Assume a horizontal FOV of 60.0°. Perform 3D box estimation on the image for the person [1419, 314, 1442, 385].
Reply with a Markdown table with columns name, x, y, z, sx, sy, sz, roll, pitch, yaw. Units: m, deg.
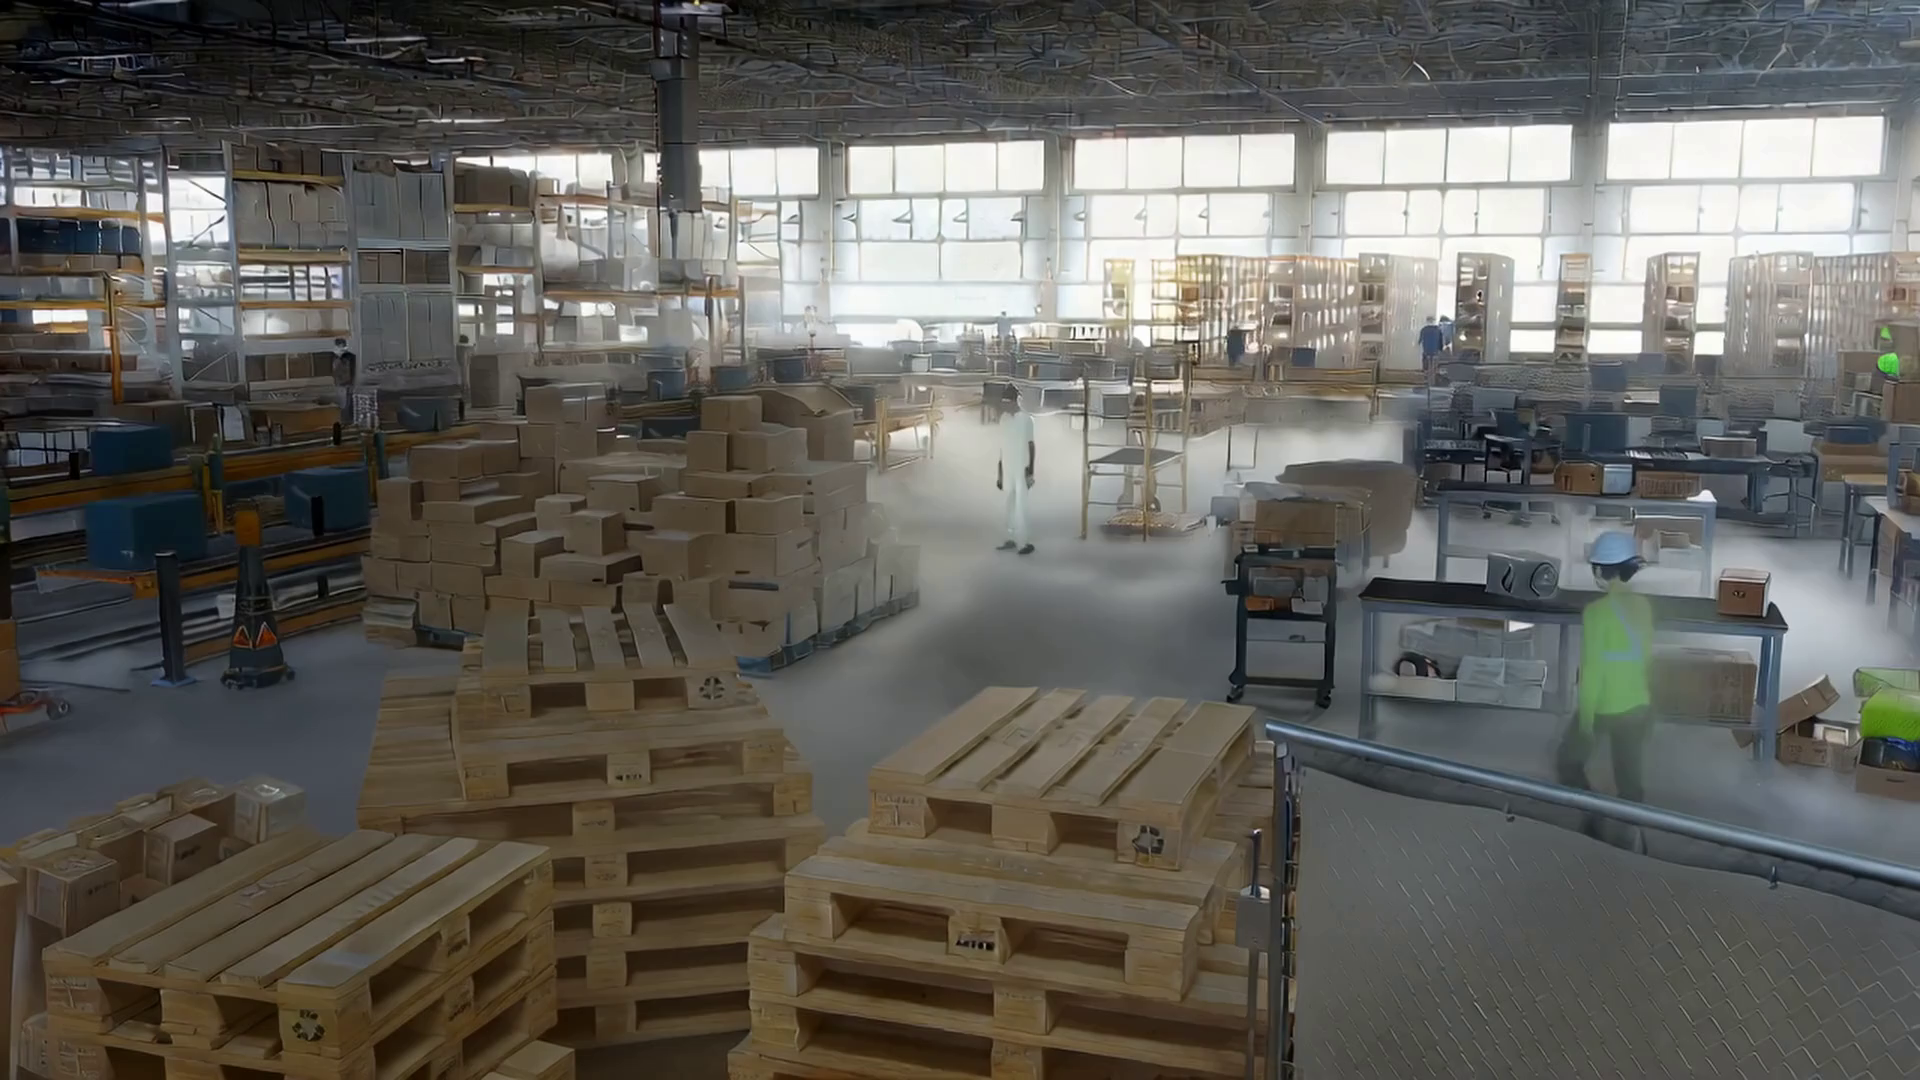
| name | x | y | z | sx | sy | sz | roll | pitch | yaw |
| --- | --- | --- | --- | --- | --- | --- | --- | --- | --- |
| person | 12.641 | -5.068 | 44.682 | 0.608 | 1.995 | 0.377 | 1 | 9 | 6 |

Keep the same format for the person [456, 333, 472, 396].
| name | x | y | z | sx | sy | sz | roll | pitch | yaw |
| --- | --- | --- | --- | --- | --- | --- | --- | --- | --- |
| person | -12.027 | -4.217 | 40.489 | 0.532 | 1.619 | 0.353 | 6 | 11 | 34 |

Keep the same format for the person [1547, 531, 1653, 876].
| name | x | y | z | sx | sy | sz | roll | pitch | yaw |
| --- | --- | --- | --- | --- | --- | --- | --- | --- | --- |
| person | 3.252 | 0.818 | 8.462 | 0.555 | 1.745 | 0.551 | -6 | 11 | -33 |

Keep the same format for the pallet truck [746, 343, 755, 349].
| name | x | y | z | sx | sy | sz | roll | pitch | yaw |
| --- | --- | --- | --- | --- | --- | --- | --- | --- | --- |
| pallet truck | -6.183 | -4.618 | 44.264 | 1.601 | 1.201 | 0.680 | -9 | 12 | -43 |

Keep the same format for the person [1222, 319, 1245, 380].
| name | x | y | z | sx | sy | sz | roll | pitch | yaw |
| --- | --- | --- | --- | --- | --- | --- | --- | --- | --- |
| person | 7.211 | -4.951 | 44.353 | 0.960 | 1.855 | 0.673 | 8 | 12 | 42 |

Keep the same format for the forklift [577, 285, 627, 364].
| name | x | y | z | sx | sy | sz | roll | pitch | yaw |
| --- | --- | --- | --- | --- | --- | --- | --- | --- | --- |
| forklift | -10.342 | -6.214 | 49.106 | 1.129 | 2.768 | 1.873 | 5 | 11 | 31 |

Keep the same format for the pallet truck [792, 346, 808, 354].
| name | x | y | z | sx | sy | sz | roll | pitch | yaw |
| --- | --- | --- | --- | --- | --- | --- | --- | --- | --- |
| pallet truck | -3.705 | -4.298 | 42.022 | 0.653 | 1.274 | 1.630 | 3 | 10 | 20 |

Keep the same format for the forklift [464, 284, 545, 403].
| name | x | y | z | sx | sy | sz | roll | pitch | yaw |
| --- | --- | --- | --- | --- | --- | --- | --- | --- | --- |
| forklift | -10.832 | -4.702 | 39.610 | 1.129 | 2.768 | 1.873 | 3 | 10 | 20 |

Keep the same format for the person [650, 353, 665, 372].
| name | x | y | z | sx | sy | sz | roll | pitch | yaw |
| --- | --- | --- | --- | --- | --- | --- | --- | --- | --- |
| person | -6.976 | -3.870 | 38.225 | 0.541 | 1.644 | 0.861 | 9 | 13 | 44 |

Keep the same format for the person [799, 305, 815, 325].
| name | x | y | z | sx | sy | sz | roll | pitch | yaw |
| --- | --- | --- | --- | --- | --- | --- | --- | --- | --- |
| person | -5.827 | -8.005 | 63.471 | 0.609 | 1.899 | 1.019 | -1 | 9 | -8 |

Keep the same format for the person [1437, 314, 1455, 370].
| name | x | y | z | sx | sy | sz | roll | pitch | yaw |
| --- | --- | --- | --- | --- | --- | --- | --- | --- | --- |
| person | 14.791 | -5.952 | 50.727 | 0.563 | 1.837 | 0.389 | 0 | 9 | 2 |

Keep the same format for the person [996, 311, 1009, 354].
| name | x | y | z | sx | sy | sz | roll | pitch | yaw |
| --- | --- | --- | --- | --- | --- | --- | --- | --- | --- |
| person | 1.560 | -7.507 | 60.822 | 0.480 | 1.734 | 0.333 | -2 | 9 | -10 |

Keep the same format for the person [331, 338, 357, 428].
| name | x | y | z | sx | sy | sz | roll | pitch | yaw |
| --- | --- | --- | --- | --- | --- | --- | --- | --- | --- |
| person | -12.057 | -3.045 | 32.553 | 0.594 | 1.817 | 0.431 | 3 | 10 | 20 |

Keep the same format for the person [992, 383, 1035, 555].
| name | x | y | z | sx | sy | sz | roll | pitch | yaw |
| --- | --- | --- | --- | --- | --- | --- | --- | --- | --- |
| person | 0.597 | -0.781 | 18.172 | 0.314 | 1.868 | 0.526 | -9 | 12 | -43 |
